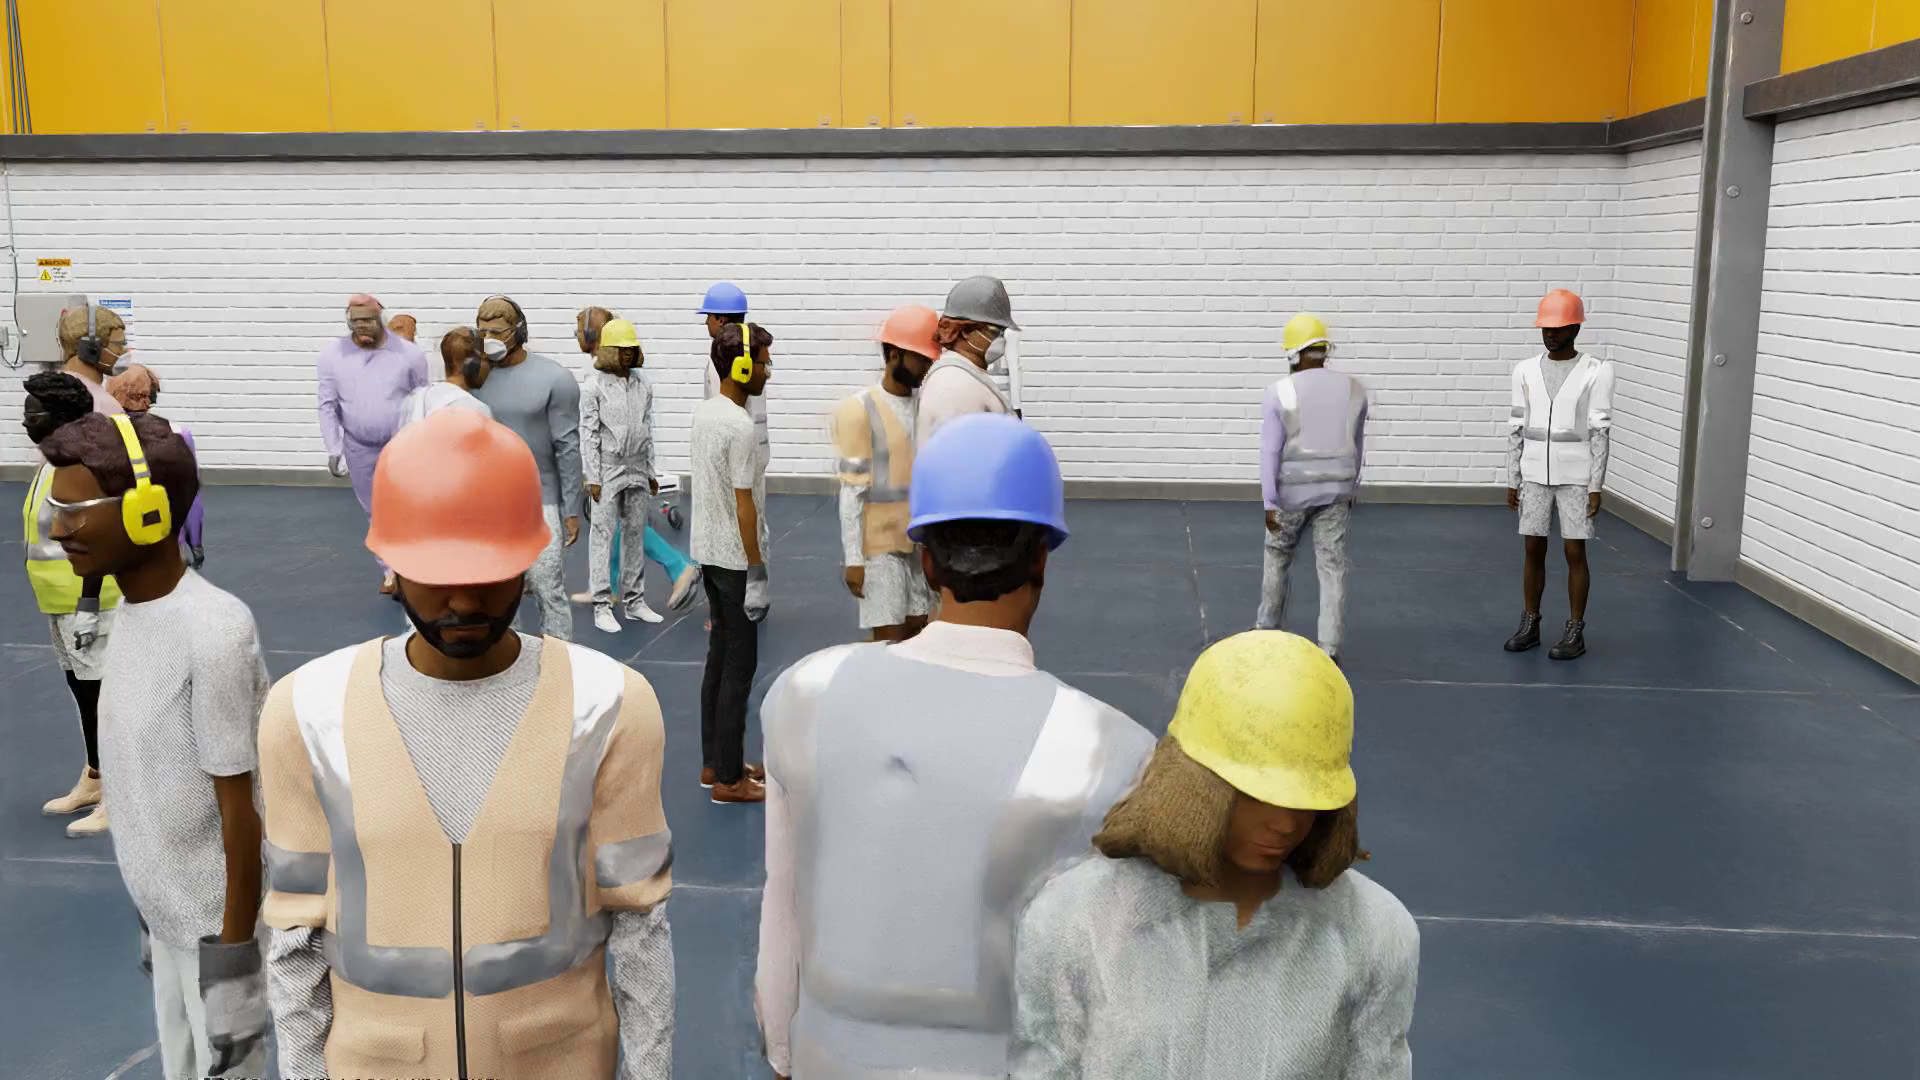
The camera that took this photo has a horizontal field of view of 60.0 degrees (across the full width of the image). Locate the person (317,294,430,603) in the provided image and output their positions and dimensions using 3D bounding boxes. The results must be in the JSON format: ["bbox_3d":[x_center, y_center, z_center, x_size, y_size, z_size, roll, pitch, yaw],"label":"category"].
[{"bbox_3d":[-3.505,-0.534,9.986,0.653,1.857,0.974,-1,10,-8],"label":"person"}]

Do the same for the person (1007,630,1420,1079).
[{"bbox_3d":[0.302,0.926,2.091,0.501,1.707,0.606,1,10,5],"label":"person"}]

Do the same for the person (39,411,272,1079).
[{"bbox_3d":[-1.361,0.697,2.950,0.329,1.860,0.537,-9,14,-43],"label":"person"}]

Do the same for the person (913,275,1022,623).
[{"bbox_3d":[0.075,-0.041,6.649,0.536,2.000,0.672,-1,10,-7],"label":"person"}]

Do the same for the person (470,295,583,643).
[{"bbox_3d":[-2.026,-0.144,7.572,0.635,1.929,0.381,1,10,6],"label":"person"}]

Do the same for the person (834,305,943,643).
[{"bbox_3d":[-0.301,0.002,6.765,0.569,1.913,0.566,9,14,43],"label":"person"}]

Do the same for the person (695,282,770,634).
[{"bbox_3d":[-1.254,-0.447,9.233,0.403,1.948,0.605,2,10,11],"label":"person"}]

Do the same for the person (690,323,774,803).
[{"bbox_3d":[-0.858,0.096,6.407,0.345,1.857,0.524,-5,11,-26],"label":"person"}]

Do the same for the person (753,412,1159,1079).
[{"bbox_3d":[-0.055,0.801,2.204,0.635,1.914,0.685,5,11,27],"label":"person"}]

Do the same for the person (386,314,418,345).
[{"bbox_3d":[-4.288,-0.926,12.879,0.270,1.631,0.508,-3,10,-15],"label":"person"}]

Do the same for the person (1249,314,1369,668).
[{"bbox_3d":[1.771,-0.258,8.583,0.605,1.797,0.831,-2,10,-9],"label":"person"}]

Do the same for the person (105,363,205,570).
[{"bbox_3d":[-3.645,0.029,7.423,0.518,1.631,0.320,-2,10,-11],"label":"person"}]

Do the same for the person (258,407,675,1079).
[{"bbox_3d":[-0.671,0.771,2.330,0.550,1.925,0.390,-2,10,-11],"label":"person"}]

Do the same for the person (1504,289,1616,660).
[{"bbox_3d":[3.098,-0.335,8.669,0.539,1.930,0.387,8,13,40],"label":"person"}]

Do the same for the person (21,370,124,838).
[{"bbox_3d":[-3.232,0.228,6.092,0.317,1.697,0.529,-8,13,-40],"label":"person"}]

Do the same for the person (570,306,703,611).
[{"bbox_3d":[-1.923,-0.472,9.822,0.801,1.813,0.565,1,10,6],"label":"person"}]

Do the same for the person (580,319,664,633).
[{"bbox_3d":[-1.894,-0.365,9.356,0.295,1.744,0.484,8,13,38],"label":"person"}]
